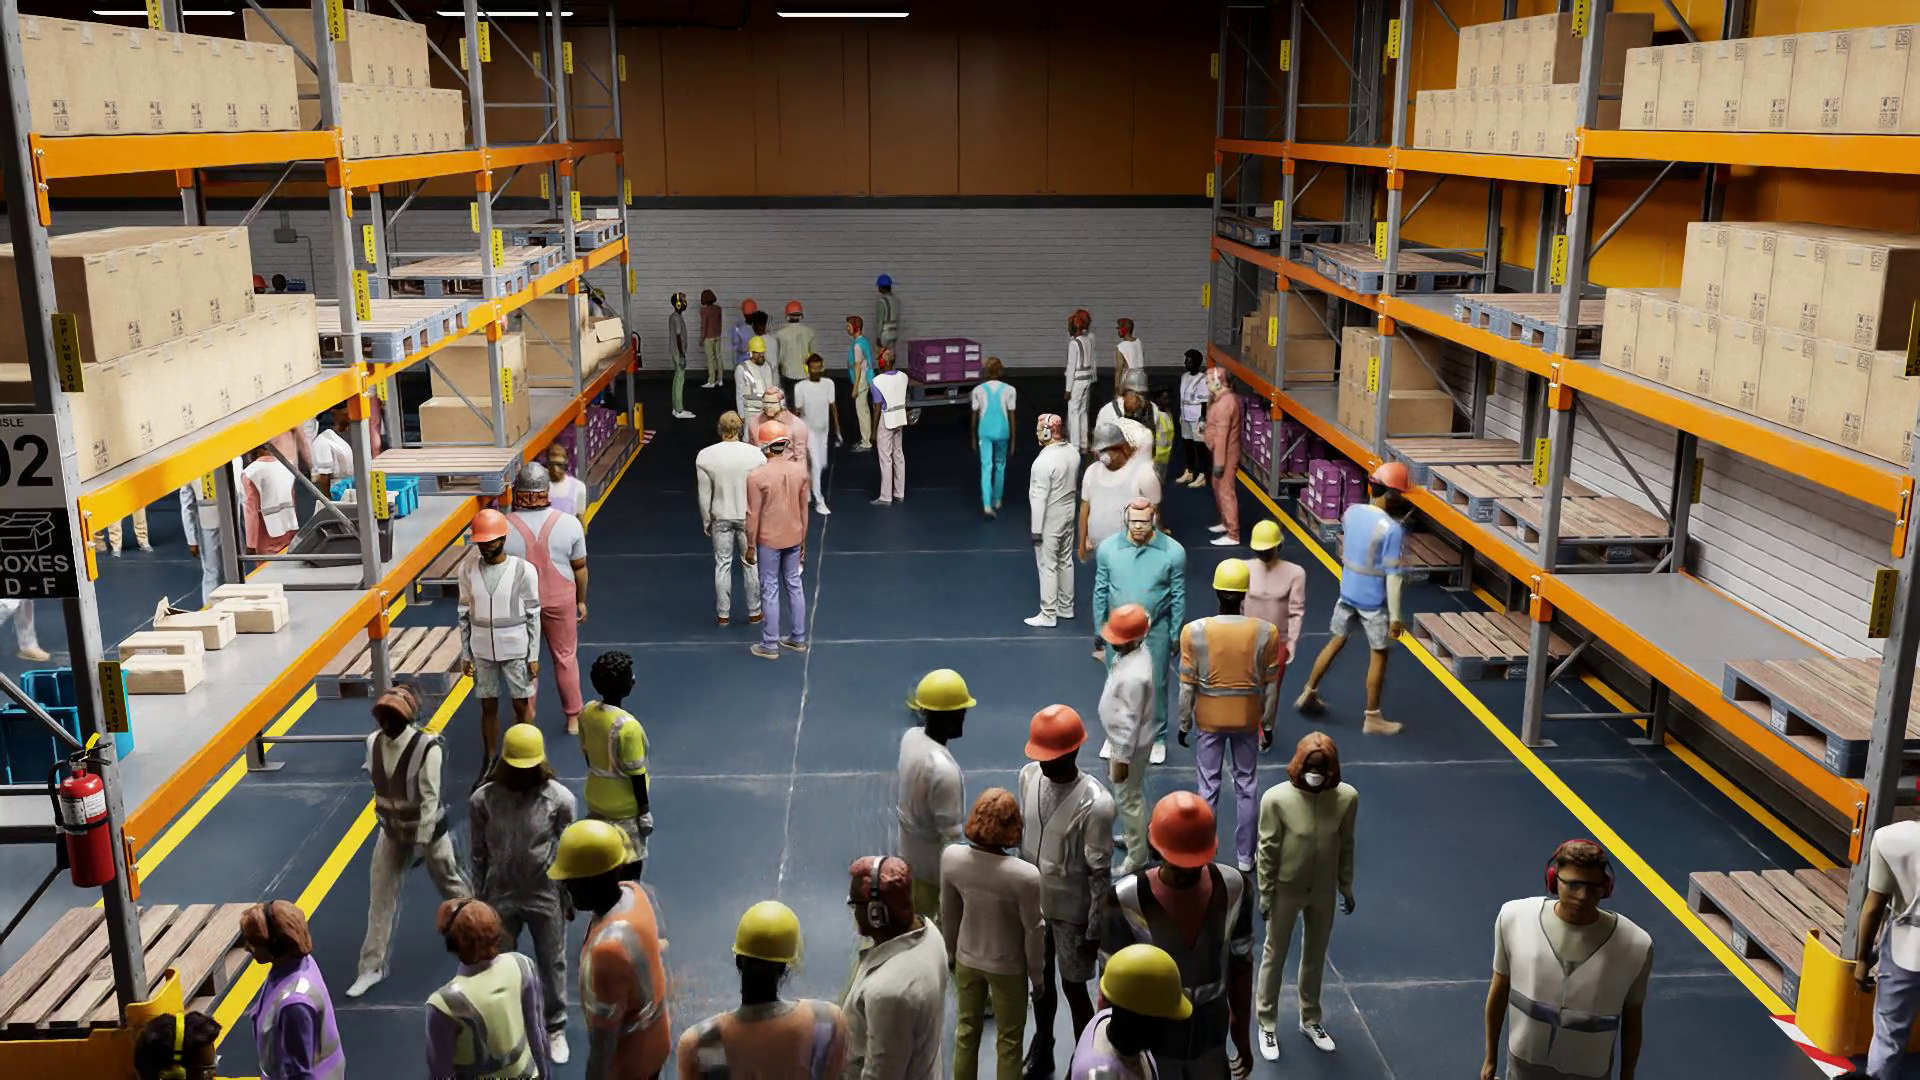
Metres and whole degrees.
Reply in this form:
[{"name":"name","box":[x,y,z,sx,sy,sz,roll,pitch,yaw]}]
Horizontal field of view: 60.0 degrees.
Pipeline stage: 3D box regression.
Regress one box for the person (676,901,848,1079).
[{"name":"person","box":[-0.703,2.119,5.722,0.611,1.888,0.827,-6,15,-21]}]

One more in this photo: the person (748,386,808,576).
[{"name":"person","box":[-1.787,-0.557,16.203,0.641,1.900,0.398,5,15,20]}]

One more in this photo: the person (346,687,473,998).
[{"name":"person","box":[-2.863,1.509,8.704,0.498,1.590,0.853,5,15,19]}]

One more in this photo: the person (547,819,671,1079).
[{"name":"person","box":[-1.271,1.942,6.394,0.838,1.896,0.592,-2,14,-9]}]

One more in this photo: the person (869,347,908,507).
[{"name":"person","box":[-0.816,-1.302,19.218,0.390,1.846,0.565,11,18,36]}]

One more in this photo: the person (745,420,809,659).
[{"name":"person","box":[-1.532,-0.008,13.870,0.613,1.987,0.408,-14,20,-43]}]

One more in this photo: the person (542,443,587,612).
[{"name":"person","box":[-3.365,0.055,13.959,0.513,1.820,0.790,-2,14,-7]}]

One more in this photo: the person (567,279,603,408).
[{"name":"person","box":[-5.781,-2.972,25.386,0.688,2.000,0.536,11,18,36]}]

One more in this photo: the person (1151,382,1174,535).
[{"name":"person","box":[2.104,-0.846,17.732,0.321,1.694,0.529,9,17,30]}]

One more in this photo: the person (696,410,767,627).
[{"name":"person","box":[-1.986,-0.182,14.641,0.632,1.939,0.372,-1,14,-4]}]

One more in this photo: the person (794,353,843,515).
[{"name":"person","box":[-1.676,-1.251,19.045,0.522,1.840,0.802,-10,17,-33]}]

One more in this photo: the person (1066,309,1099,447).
[{"name":"person","box":[1.652,-2.214,22.800,0.374,1.859,0.647,-8,17,-30]}]

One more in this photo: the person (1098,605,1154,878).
[{"name":"person","box":[0.973,1.170,9.792,0.332,1.711,0.650,0,14,2]}]

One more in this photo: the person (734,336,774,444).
[{"name":"person","box":[-2.471,-1.584,20.353,0.403,1.830,0.600,13,19,42]}]

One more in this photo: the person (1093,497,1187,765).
[{"name":"person","box":[1.238,0.624,11.560,0.650,1.899,0.399,4,15,15]}]

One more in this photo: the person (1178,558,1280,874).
[{"name":"person","box":[1.574,1.050,9.825,0.584,1.927,0.367,0,14,1]}]

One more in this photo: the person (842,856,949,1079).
[{"name":"person","box":[-0.256,2.036,6.029,0.402,1.895,0.653,2,14,8]}]

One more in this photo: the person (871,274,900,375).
[{"name":"person","box":[-1.214,-3.350,27.065,0.458,1.941,0.633,8,16,29]}]

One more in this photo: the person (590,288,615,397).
[{"name":"person","box":[-5.748,-3.132,26.560,0.312,1.767,0.533,10,18,35]}]

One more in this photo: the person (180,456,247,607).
[{"name":"person","box":[-6.406,-0.091,14.350,0.386,1.904,0.603,10,17,33]}]

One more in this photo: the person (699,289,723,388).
[{"name":"person","box":[-4.148,-3.352,27.688,0.283,1.633,0.499,9,17,31]}]

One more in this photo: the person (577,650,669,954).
[{"name":"person","box":[-1.817,1.408,8.880,0.318,1.697,0.535,-14,20,-43]}]

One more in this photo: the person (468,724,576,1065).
[{"name":"person","box":[-2.032,1.668,7.793,0.491,1.731,0.350,-2,15,-10]}]

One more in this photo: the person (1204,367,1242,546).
[{"name":"person","box":[2.778,-0.887,17.533,0.429,1.882,0.671,4,15,14]}]

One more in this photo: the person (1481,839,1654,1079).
[{"name":"person","box":[2.275,1.985,6.307,0.565,1.850,0.390,6,16,23]}]

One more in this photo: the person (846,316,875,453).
[{"name":"person","box":[-1.329,-2.100,22.389,0.388,1.836,0.561,0,14,-1]}]

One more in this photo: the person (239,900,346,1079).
[{"name":"person","box":[-2.475,2.108,6.262,0.322,1.631,0.522,-7,16,-24]}]

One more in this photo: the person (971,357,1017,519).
[{"name":"person","box":[0.378,-1.152,18.748,0.518,1.803,0.978,1,14,3]}]

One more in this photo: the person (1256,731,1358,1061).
[{"name":"person","box":[1.648,1.682,7.930,0.498,1.633,0.284,-3,15,-12]}]

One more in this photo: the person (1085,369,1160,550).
[{"name":"person","box":[1.678,-0.830,16.976,0.693,2.000,0.996,-4,15,-16]}]

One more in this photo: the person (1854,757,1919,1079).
[{"name":"person","box":[4.117,1.796,7.081,0.562,1.836,0.397,3,15,11]}]

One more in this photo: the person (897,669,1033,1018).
[{"name":"person","box":[-0.144,1.530,8.046,1.001,1.887,0.599,-3,15,-13]}]

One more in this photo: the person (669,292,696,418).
[{"name":"person","box":[-4.189,-2.769,24.925,0.328,1.874,0.521,-5,15,-17]}]

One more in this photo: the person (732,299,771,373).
[{"name":"person","box":[-2.943,-2.473,23.675,0.572,1.905,0.589,-2,14,-7]}]

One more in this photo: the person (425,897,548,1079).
[{"name":"person","box":[-1.706,2.126,6.240,0.592,1.608,0.532,6,15,22]}]

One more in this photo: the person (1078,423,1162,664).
[{"name":"person","box":[1.248,0.001,13.714,0.702,2.000,1.004,10,18,35]}]

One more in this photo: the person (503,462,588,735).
[{"name":"person","box":[-3.043,0.428,12.037,0.688,2.000,0.539,-4,15,-17]}]

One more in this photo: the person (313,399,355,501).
[{"name":"person","box":[-5.708,-0.414,15.492,0.362,1.963,0.613,4,15,16]}]

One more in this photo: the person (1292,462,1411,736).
[{"name":"person","box":[2.907,0.421,12.138,0.620,2.012,0.852,-7,16,-25]}]

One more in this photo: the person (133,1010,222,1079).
[{"name":"person","box":[-2.357,2.303,5.118,0.928,1.811,0.584,-2,14,-8]}]

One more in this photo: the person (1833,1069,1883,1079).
[{"name":"person","box":[2.723,2.385,5.083,0.420,1.677,0.535,-9,17,-31]}]

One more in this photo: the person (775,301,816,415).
[{"name":"person","box":[-2.270,-2.256,22.714,0.698,1.976,0.477,-10,17,-34]}]

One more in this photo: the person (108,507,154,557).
[{"name":"person","box":[-8.587,-0.711,17.081,0.563,1.753,0.335,-9,17,-33]}]

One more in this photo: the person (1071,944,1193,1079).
[{"name":"person","box":[0.529,2.185,5.405,0.399,1.912,0.592,2,14,7]}]

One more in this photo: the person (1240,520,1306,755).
[{"name":"person","box":[2.117,0.715,11.522,0.516,1.730,0.731,3,15,12]}]

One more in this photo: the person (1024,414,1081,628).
[{"name":"person","box":[0.801,-0.176,14.697,0.400,1.901,0.646,9,17,33]}]

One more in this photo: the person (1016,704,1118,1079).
[{"name":"person","box":[0.436,1.645,7.502,0.388,1.925,0.550,-13,19,-42]}]

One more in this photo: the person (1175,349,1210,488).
[{"name":"person","box":[2.846,-1.484,20.249,0.319,1.691,0.536,-7,16,-25]}]

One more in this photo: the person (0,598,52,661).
[{"name":"person","box":[-7.835,0.132,13.635,0.487,1.831,0.630,3,15,13]}]

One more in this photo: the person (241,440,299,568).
[{"name":"person","box":[-5.859,-0.049,14.188,0.410,1.908,0.598,4,15,14]}]

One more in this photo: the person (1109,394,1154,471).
[{"name":"person","box":[1.642,-0.504,16.123,0.433,1.834,0.637,-12,18,-38]}]

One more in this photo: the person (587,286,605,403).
[{"name":"person","box":[-5.797,-3.092,26.133,0.397,1.910,0.587,-5,15,-20]}]

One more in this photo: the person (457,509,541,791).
[{"name":"person","box":[-3.054,0.736,11.037,0.547,1.938,0.359,1,14,2]}]

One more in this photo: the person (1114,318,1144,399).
[{"name":"person","box":[2.245,-2.026,22.095,0.390,1.836,0.561,12,18,39]}]

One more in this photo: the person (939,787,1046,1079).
[{"name":"person","box":[0.148,1.853,7.258,0.502,1.633,0.280,8,16,29]}]

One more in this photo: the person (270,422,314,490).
[{"name":"person","box":[-7.146,-0.830,17.588,0.539,1.739,0.775,0,14,1]}]

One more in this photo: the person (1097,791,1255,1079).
[{"name":"person","box":[0.827,1.895,6.316,0.612,2.029,0.407,-3,15,-12]}]

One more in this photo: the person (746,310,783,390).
[{"name":"person","box":[-2.525,-2.076,22.095,0.818,1.936,0.601,12,18,39]}]

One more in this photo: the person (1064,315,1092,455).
[{"name":"person","box":[1.554,-2.053,22.112,0.369,1.879,0.584,7,16,26]}]
